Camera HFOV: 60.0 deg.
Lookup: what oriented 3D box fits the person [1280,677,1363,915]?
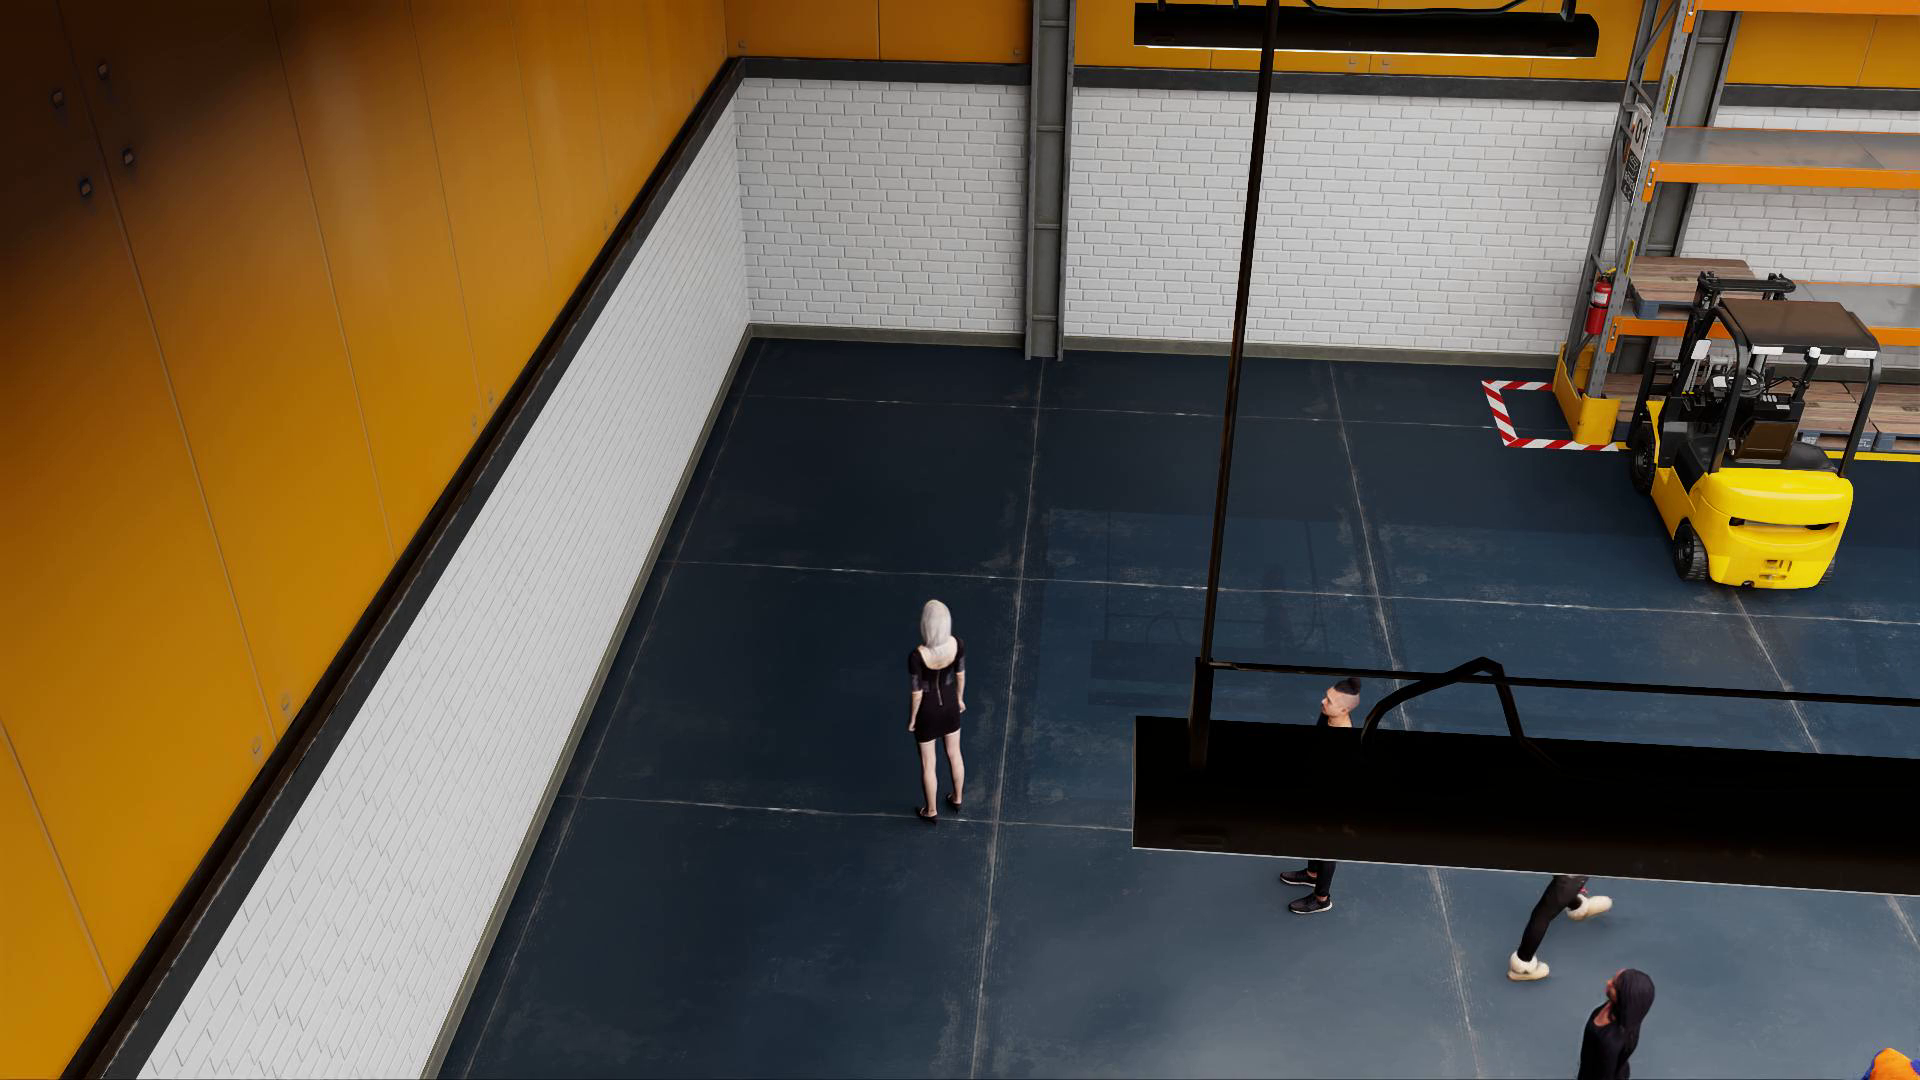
[{"bbox_3d":[2.335,1.598,10.583,0.622,1.865,0.715,-1,34,-2],"label":"person"}]

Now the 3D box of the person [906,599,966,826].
[{"bbox_3d":[-0.160,1.165,11.266,0.628,1.829,0.727,-18,37,-25],"label":"person"}]

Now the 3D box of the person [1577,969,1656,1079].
[{"bbox_3d":[3.372,2.875,8.793,0.650,1.720,0.678,16,37,23],"label":"person"}]
